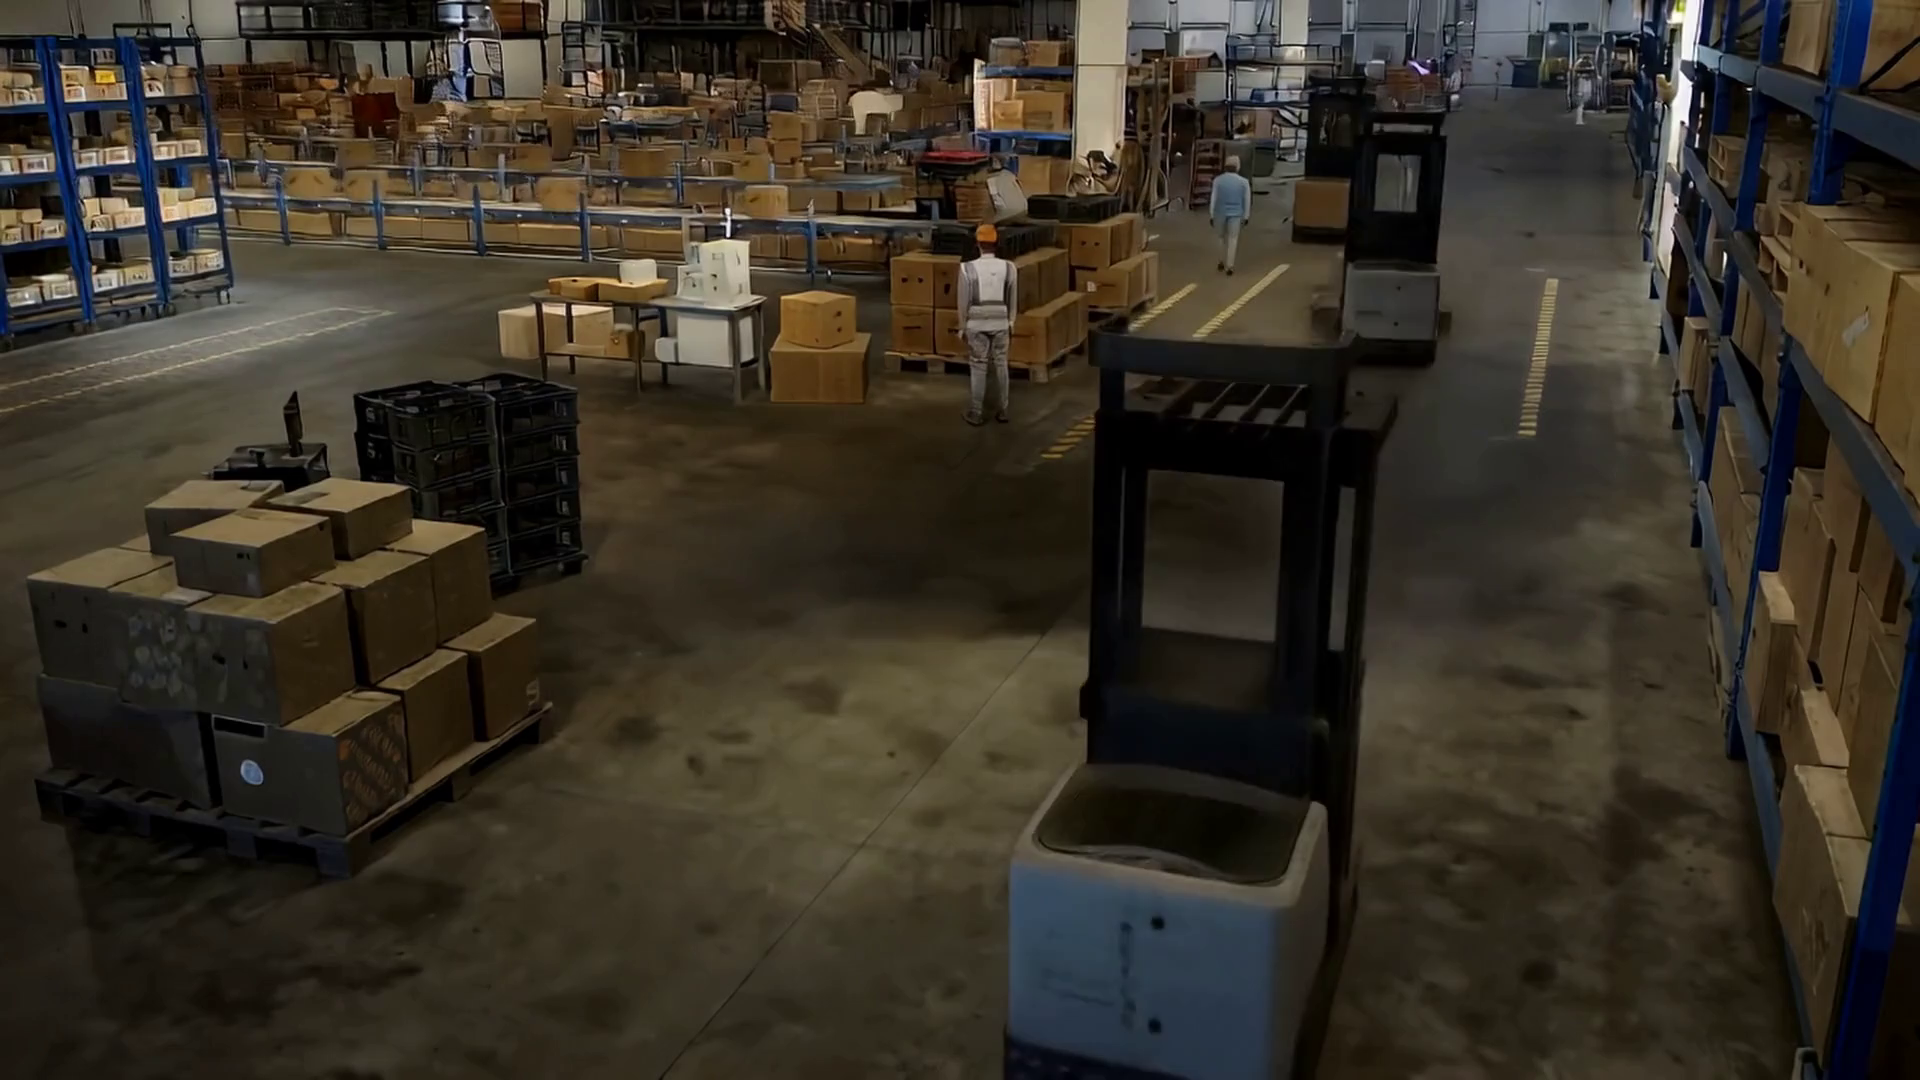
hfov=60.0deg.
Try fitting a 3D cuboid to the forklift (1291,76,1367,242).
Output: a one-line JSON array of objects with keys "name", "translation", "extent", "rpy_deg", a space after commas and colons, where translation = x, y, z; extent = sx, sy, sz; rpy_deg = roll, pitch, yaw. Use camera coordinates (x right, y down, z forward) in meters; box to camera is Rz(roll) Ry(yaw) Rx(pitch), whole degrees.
[{"name": "forklift", "translation": [6.598, -6.755, 29.381], "extent": [1.129, 2.768, 1.873], "rpy_deg": [6, 19, 19]}]

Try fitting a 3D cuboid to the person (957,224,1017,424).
[{"name": "person", "translation": [0.260, -2.115, 16.315], "extent": [0.608, 1.946, 0.406], "rpy_deg": [-5, 18, -16]}]

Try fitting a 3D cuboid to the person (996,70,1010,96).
[{"name": "person", "translation": [1.697, -17.628, 64.908], "extent": [1.059, 2.000, 0.691], "rpy_deg": [10, 20, 29]}]

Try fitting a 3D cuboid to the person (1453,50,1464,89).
[{"name": "person", "translation": [26.086, -24.641, 87.056], "extent": [0.413, 1.982, 0.648], "rpy_deg": [-16, 23, -40]}]

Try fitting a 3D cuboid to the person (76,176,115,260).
[{"name": "person", "translation": [-14.057, -5.398, 26.883], "extent": [0.592, 1.797, 0.588], "rpy_deg": [-8, 19, -24]}]

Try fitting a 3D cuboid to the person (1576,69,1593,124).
[{"name": "person", "translation": [22.429, -15.921, 59.736], "extent": [0.392, 1.929, 0.539], "rpy_deg": [2, 18, 6]}]

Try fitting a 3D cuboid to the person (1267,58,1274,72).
[{"name": "person", "translation": [16.467, -24.781, 87.867], "extent": [0.702, 1.744, 0.537], "rpy_deg": [6, 19, 17]}]

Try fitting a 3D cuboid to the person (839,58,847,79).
[{"name": "person", "translation": [-5.234, -20.541, 74.270], "extent": [0.460, 1.908, 0.604], "rpy_deg": [-7, 19, -21]}]

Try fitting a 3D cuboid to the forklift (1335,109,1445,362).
[{"name": "forklift", "translation": [5.086, -3.617, 19.520], "extent": [1.129, 2.768, 1.873], "rpy_deg": [3, 18, 11]}]

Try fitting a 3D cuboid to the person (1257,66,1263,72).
[{"name": "person", "translation": [16.453, -26.014, 91.440], "extent": [0.388, 1.926, 0.590], "rpy_deg": [8, 19, 23]}]

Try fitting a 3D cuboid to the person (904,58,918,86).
[{"name": "person", "translation": [-2.120, -19.558, 71.053], "extent": [0.622, 2.008, 0.993], "rpy_deg": [-10, 20, -28]}]

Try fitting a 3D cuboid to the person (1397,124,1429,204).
[{"name": "person", "translation": [9.539, -8.052, 35.061], "extent": [0.636, 1.900, 0.399], "rpy_deg": [5, 18, 16]}]

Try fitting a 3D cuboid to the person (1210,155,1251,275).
[{"name": "person", "translation": [4.196, -5.044, 25.768], "extent": [0.623, 1.790, 0.873], "rpy_deg": [5, 18, 14]}]

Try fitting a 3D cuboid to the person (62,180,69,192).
[{"name": "person", "translation": [-14.952, -5.602, 27.358], "extent": [0.669, 1.889, 0.443], "rpy_deg": [-12, 21, -33]}]

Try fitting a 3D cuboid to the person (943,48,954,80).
[{"name": "person", "translation": [-0.627, -26.149, 91.836], "extent": [0.615, 1.942, 0.398], "rpy_deg": [2, 18, 7]}]

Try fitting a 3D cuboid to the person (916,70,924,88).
[{"name": "person", "translation": [-1.309, -15.942, 59.882], "extent": [0.615, 1.867, 0.437], "rpy_deg": [11, 21, 32]}]

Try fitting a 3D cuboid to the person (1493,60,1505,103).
[{"name": "person", "translation": [23.962, -20.394, 73.923], "extent": [0.430, 1.844, 0.624], "rpy_deg": [3, 18, 9]}]

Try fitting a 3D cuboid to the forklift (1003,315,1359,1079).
[{"name": "forklift", "translation": [0.944, 0.562, 6.391], "extent": [1.129, 2.768, 1.873], "rpy_deg": [6, 19, 19]}]

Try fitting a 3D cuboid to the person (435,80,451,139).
[{"name": "person", "translation": [-16.447, -13.648, 52.778], "extent": [0.529, 1.815, 0.961], "rpy_deg": [9, 20, 27]}]

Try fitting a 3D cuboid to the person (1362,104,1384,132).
[{"name": "person", "translation": [10.392, -10.107, 41.868], "extent": [0.551, 1.666, 0.695], "rpy_deg": [7, 19, 22]}]

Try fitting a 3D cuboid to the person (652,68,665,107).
[{"name": "person", "translation": [-11.827, -17.631, 65.365], "extent": [0.533, 1.765, 0.329], "rpy_deg": [9, 20, 26]}]

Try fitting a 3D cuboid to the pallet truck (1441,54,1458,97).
[{"name": "pallet truck", "translation": [22.765, -21.886, 78.355], "extent": [0.823, 1.965, 1.885], "rpy_deg": [-4, 18, -14]}]

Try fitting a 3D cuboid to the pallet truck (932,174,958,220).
[{"name": "pallet truck", "translation": [-0.507, -5.292, 27.348], "extent": [0.653, 1.274, 1.630], "rpy_deg": [6, 19, 19]}]

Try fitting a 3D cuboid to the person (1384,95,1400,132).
[{"name": "person", "translation": [12.294, -11.790, 47.197], "extent": [0.945, 1.632, 0.546], "rpy_deg": [-2, 18, -7]}]

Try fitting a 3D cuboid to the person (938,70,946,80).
[{"name": "person", "translation": [-0.653, -15.469, 58.291], "extent": [0.373, 1.934, 0.551], "rpy_deg": [9, 20, 26]}]
